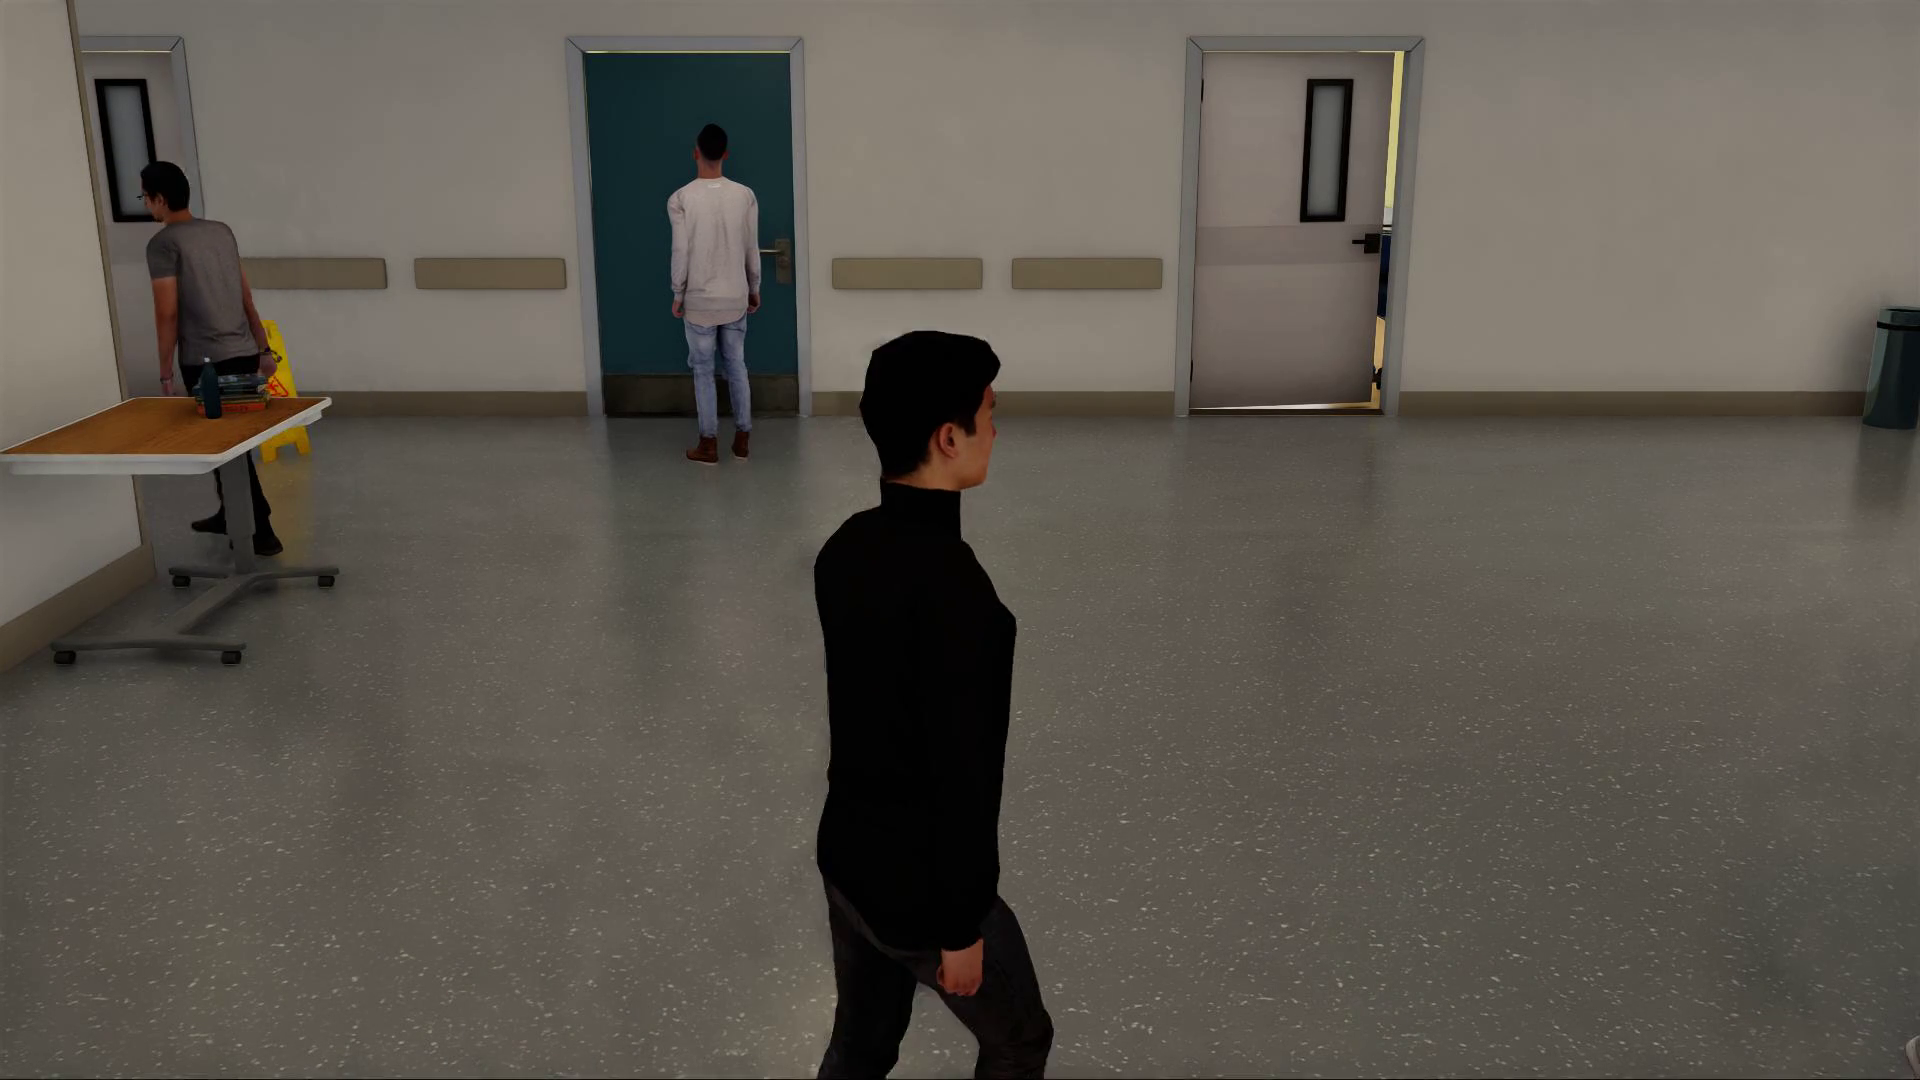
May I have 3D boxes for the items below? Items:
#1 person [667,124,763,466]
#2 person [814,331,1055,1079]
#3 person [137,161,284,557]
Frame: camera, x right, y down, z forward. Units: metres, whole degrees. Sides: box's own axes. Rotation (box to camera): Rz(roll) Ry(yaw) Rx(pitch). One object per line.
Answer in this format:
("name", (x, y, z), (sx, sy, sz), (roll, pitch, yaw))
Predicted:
("person", (-1.341, -1.343, 9.122), (0.703, 1.840, 0.831), (-9, 18, -29))
("person", (-0.135, 0.527, 2.732), (0.976, 1.708, 0.889), (-9, 18, -30))
("person", (-3.189, -0.765, 7.280), (0.919, 1.727, 0.813), (6, 17, 21))
